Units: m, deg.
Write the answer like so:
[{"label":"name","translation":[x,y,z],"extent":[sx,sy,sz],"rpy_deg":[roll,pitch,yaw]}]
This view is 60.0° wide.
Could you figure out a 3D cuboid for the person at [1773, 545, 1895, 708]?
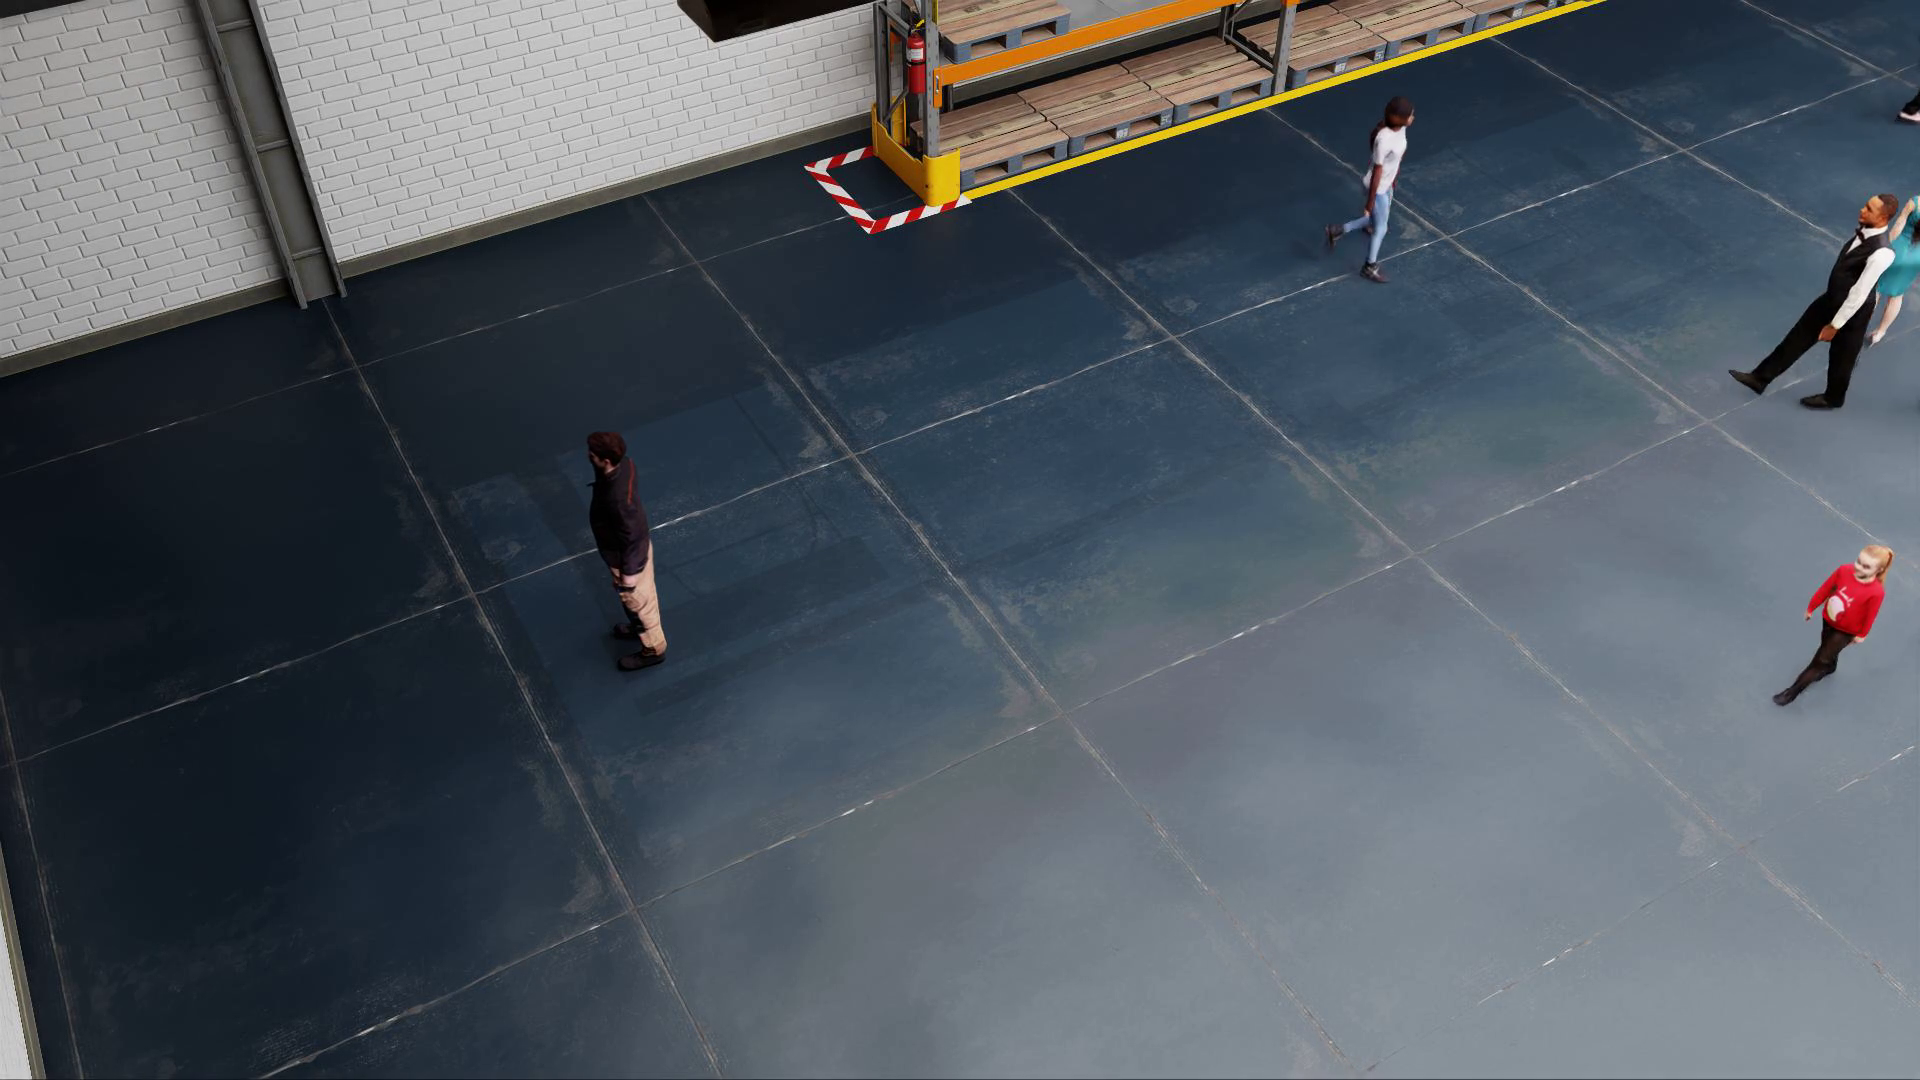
[{"label":"person","translation":[5.665,0.506,10.631],"extent":[0.889,1.250,0.523],"rpy_deg":[-20,47,-20]}]

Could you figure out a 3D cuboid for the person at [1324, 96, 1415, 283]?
[{"label":"person","translation":[3.443,-2.959,13.938],"extent":[0.914,1.706,0.936],"rpy_deg":[22,48,21]}]

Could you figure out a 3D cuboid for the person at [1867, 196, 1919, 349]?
[{"label":"person","translation":[7.494,-2.244,13.200],"extent":[0.572,1.689,0.676],"rpy_deg":[2,44,2]}]

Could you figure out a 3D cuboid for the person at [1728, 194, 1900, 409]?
[{"label":"person","translation":[6.765,-1.741,12.531],"extent":[1.265,1.883,1.127],"rpy_deg":[4,44,4]}]

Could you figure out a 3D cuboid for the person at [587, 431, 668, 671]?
[{"label":"person","translation":[-2.118,0.058,10.612],"extent":[0.741,1.925,0.773],"rpy_deg":[-6,44,-7]}]
